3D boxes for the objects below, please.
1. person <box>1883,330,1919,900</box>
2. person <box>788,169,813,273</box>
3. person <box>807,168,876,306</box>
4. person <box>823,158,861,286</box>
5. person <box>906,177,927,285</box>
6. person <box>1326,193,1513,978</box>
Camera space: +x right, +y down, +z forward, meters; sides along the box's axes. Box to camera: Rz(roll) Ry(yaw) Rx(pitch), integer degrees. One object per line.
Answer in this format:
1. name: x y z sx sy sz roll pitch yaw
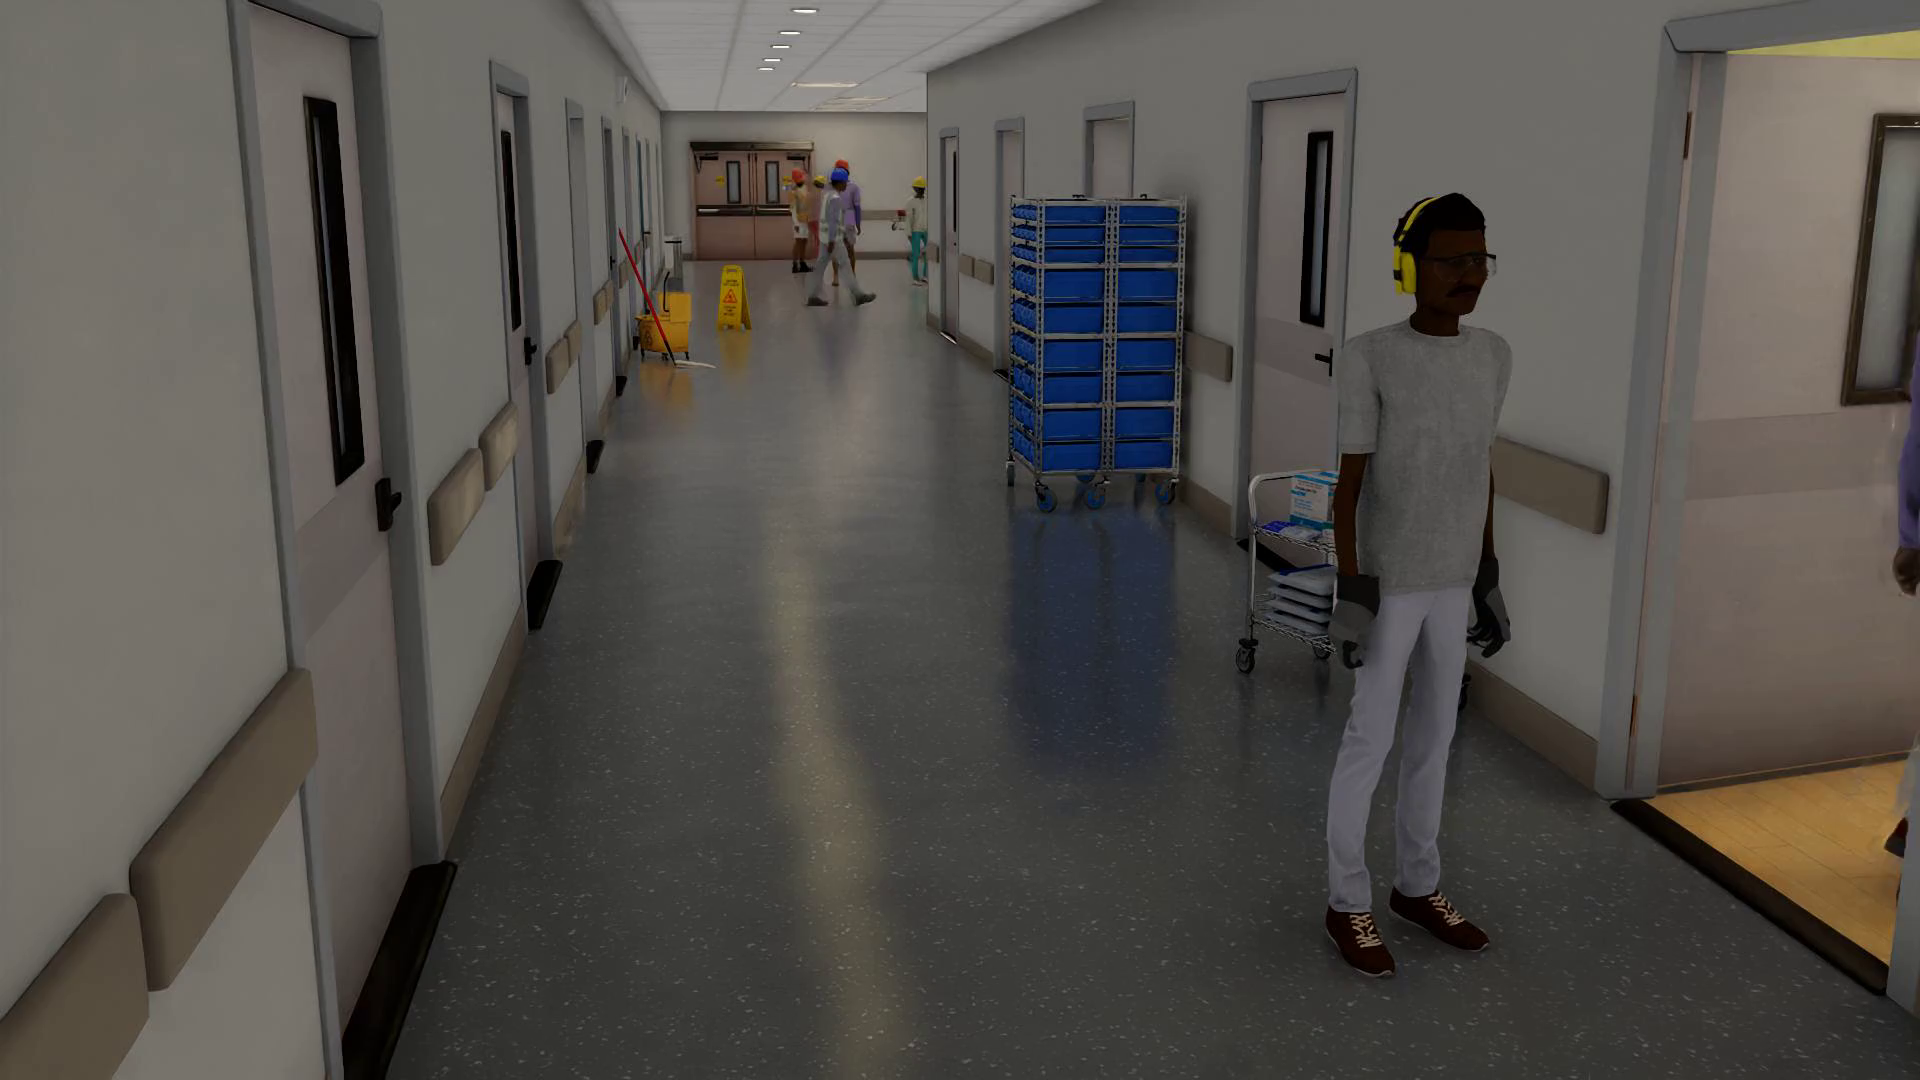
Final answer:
1. person: 2.700 0.041 4.231 0.488 1.919 0.644 -1 13 -4
2. person: -2.881 -5.814 30.366 0.365 1.895 0.696 6 14 26
3. person: -1.683 -4.199 23.141 1.006 1.885 0.607 -4 13 -18
4. person: -1.908 -5.148 27.004 0.608 2.044 0.370 -1 13 -3
5. person: -0.618 -5.010 27.037 0.557 1.747 0.514 -8 15 -31
6. person: 1.118 0.115 4.019 0.513 1.872 0.328 -6 14 -26
